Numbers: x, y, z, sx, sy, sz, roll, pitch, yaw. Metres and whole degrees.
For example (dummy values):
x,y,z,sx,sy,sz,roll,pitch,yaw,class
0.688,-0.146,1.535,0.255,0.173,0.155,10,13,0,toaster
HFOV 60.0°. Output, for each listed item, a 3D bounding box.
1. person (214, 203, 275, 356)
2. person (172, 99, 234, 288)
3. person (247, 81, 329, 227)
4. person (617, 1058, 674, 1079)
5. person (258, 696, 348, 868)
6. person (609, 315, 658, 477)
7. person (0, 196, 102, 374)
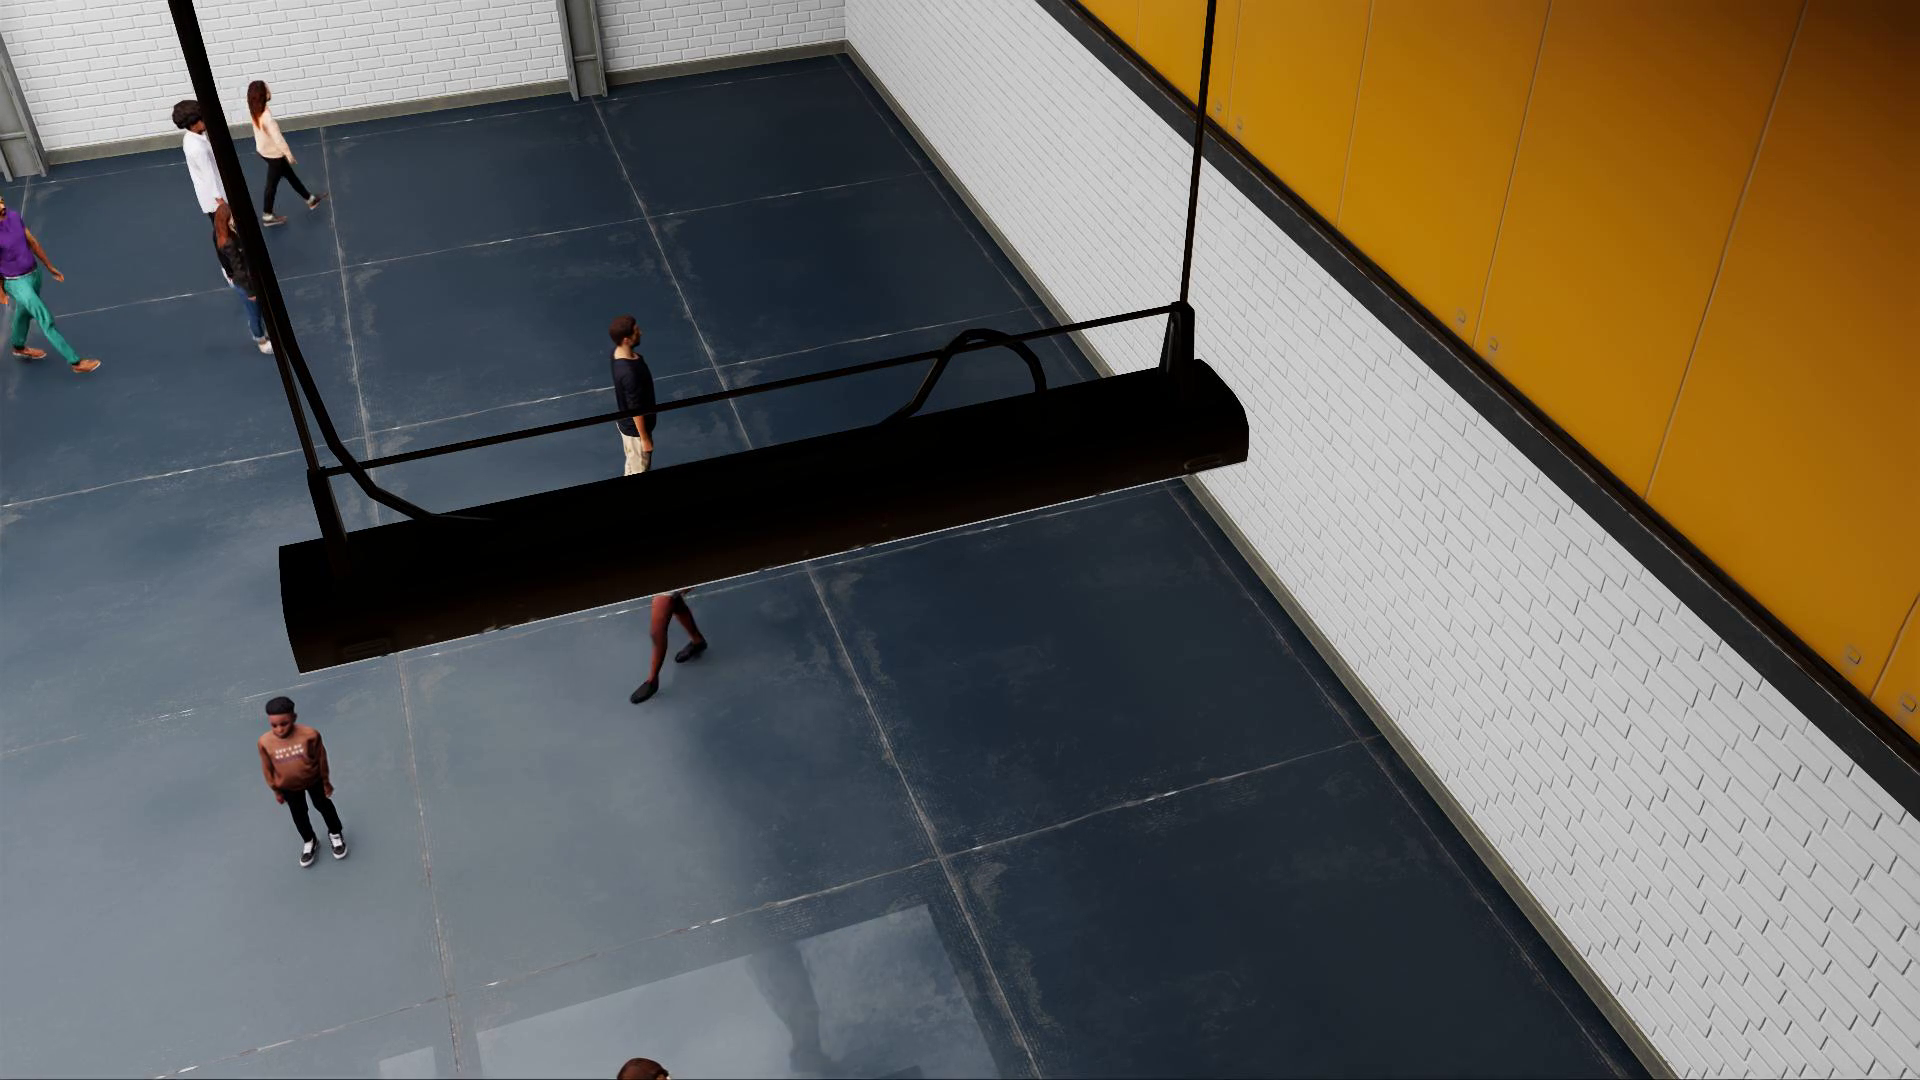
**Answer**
x,y,z,sx,sy,sz,roll,pitch,yaw,class
-6.284,-2.278,14.524,0.611,1.476,0.636,-4,39,-5,person
-6.940,-3.227,15.447,0.582,1.808,0.663,-19,42,-22,person
-6.854,-3.794,16.450,1.009,1.443,0.763,-25,45,-28,person
-1.379,2.970,7.707,0.696,1.784,0.678,8,39,10,person
-3.980,1.434,10.054,0.429,1.255,0.587,-11,40,-13,person
-2.434,-0.856,12.444,0.539,1.851,0.630,-12,40,-15,person
-8.119,-2.225,14.261,1.273,1.722,1.023,5,39,6,person
